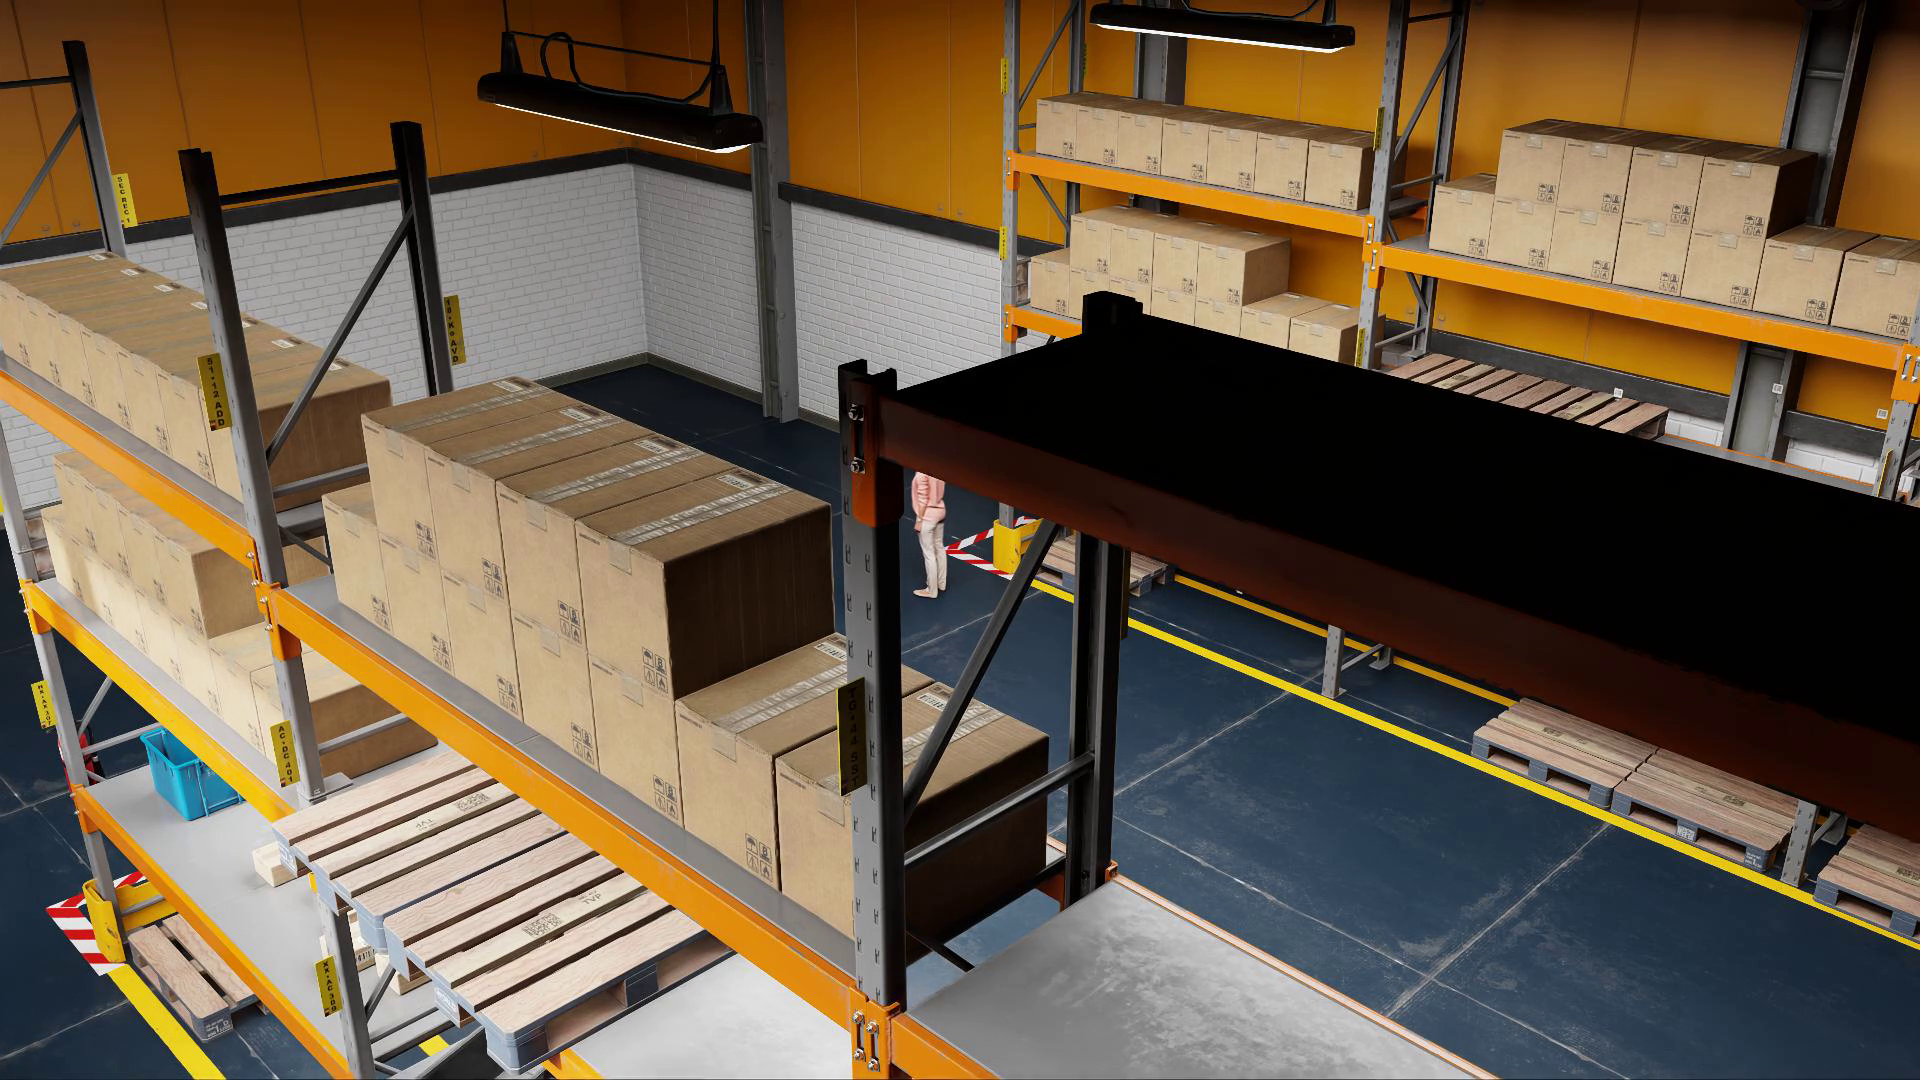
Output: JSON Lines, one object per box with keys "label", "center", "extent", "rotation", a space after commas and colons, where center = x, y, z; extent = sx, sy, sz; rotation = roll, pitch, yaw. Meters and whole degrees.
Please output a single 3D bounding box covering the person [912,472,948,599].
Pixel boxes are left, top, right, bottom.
{"label": "person", "center": [-0.291, -0.256, 16.483], "extent": [0.605, 1.725, 0.649], "rotation": [13, 27, 27]}
